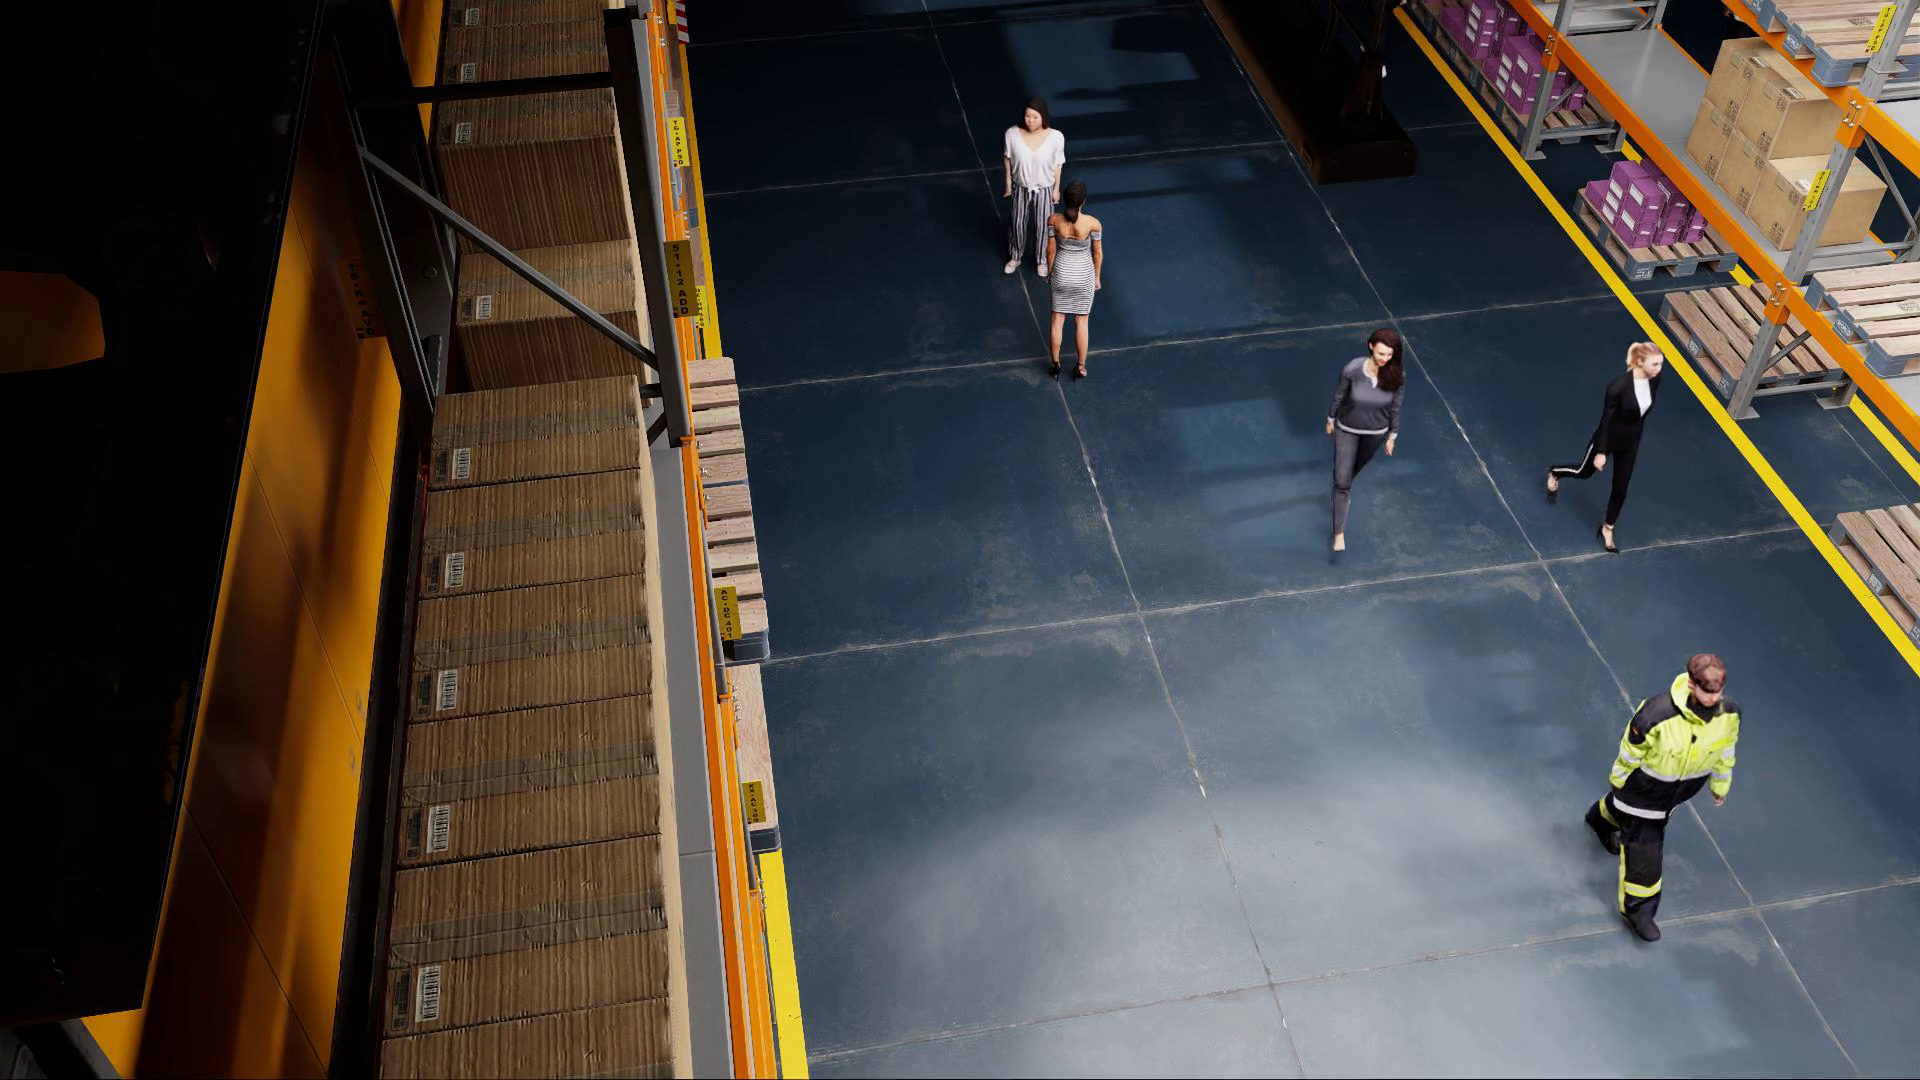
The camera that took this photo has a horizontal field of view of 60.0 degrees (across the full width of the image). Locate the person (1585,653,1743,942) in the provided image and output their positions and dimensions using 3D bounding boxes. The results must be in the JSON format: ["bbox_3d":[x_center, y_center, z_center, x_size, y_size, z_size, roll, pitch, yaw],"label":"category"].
[{"bbox_3d":[3.962,1.267,9.481,0.834,1.937,1.216,-10,44,-10],"label":"person"}]

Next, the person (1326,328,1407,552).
[{"bbox_3d":[2.848,-0.836,11.847,0.772,1.719,1.137,1,44,1],"label":"person"}]

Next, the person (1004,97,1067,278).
[{"bbox_3d":[0.625,-3.017,14.165,0.770,1.679,0.760,10,44,10],"label":"person"}]

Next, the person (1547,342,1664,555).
[{"bbox_3d":[4.561,-0.727,11.765,0.716,1.674,1.100,-13,45,-13],"label":"person"}]

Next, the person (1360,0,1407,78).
[{"bbox_3d":[4.313,-5.444,16.756,0.626,1.619,0.845,-9,44,-10],"label":"person"}]

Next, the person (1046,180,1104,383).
[{"bbox_3d":[0.875,-2.011,13.006,0.665,1.822,0.657,8,44,9],"label":"person"}]
